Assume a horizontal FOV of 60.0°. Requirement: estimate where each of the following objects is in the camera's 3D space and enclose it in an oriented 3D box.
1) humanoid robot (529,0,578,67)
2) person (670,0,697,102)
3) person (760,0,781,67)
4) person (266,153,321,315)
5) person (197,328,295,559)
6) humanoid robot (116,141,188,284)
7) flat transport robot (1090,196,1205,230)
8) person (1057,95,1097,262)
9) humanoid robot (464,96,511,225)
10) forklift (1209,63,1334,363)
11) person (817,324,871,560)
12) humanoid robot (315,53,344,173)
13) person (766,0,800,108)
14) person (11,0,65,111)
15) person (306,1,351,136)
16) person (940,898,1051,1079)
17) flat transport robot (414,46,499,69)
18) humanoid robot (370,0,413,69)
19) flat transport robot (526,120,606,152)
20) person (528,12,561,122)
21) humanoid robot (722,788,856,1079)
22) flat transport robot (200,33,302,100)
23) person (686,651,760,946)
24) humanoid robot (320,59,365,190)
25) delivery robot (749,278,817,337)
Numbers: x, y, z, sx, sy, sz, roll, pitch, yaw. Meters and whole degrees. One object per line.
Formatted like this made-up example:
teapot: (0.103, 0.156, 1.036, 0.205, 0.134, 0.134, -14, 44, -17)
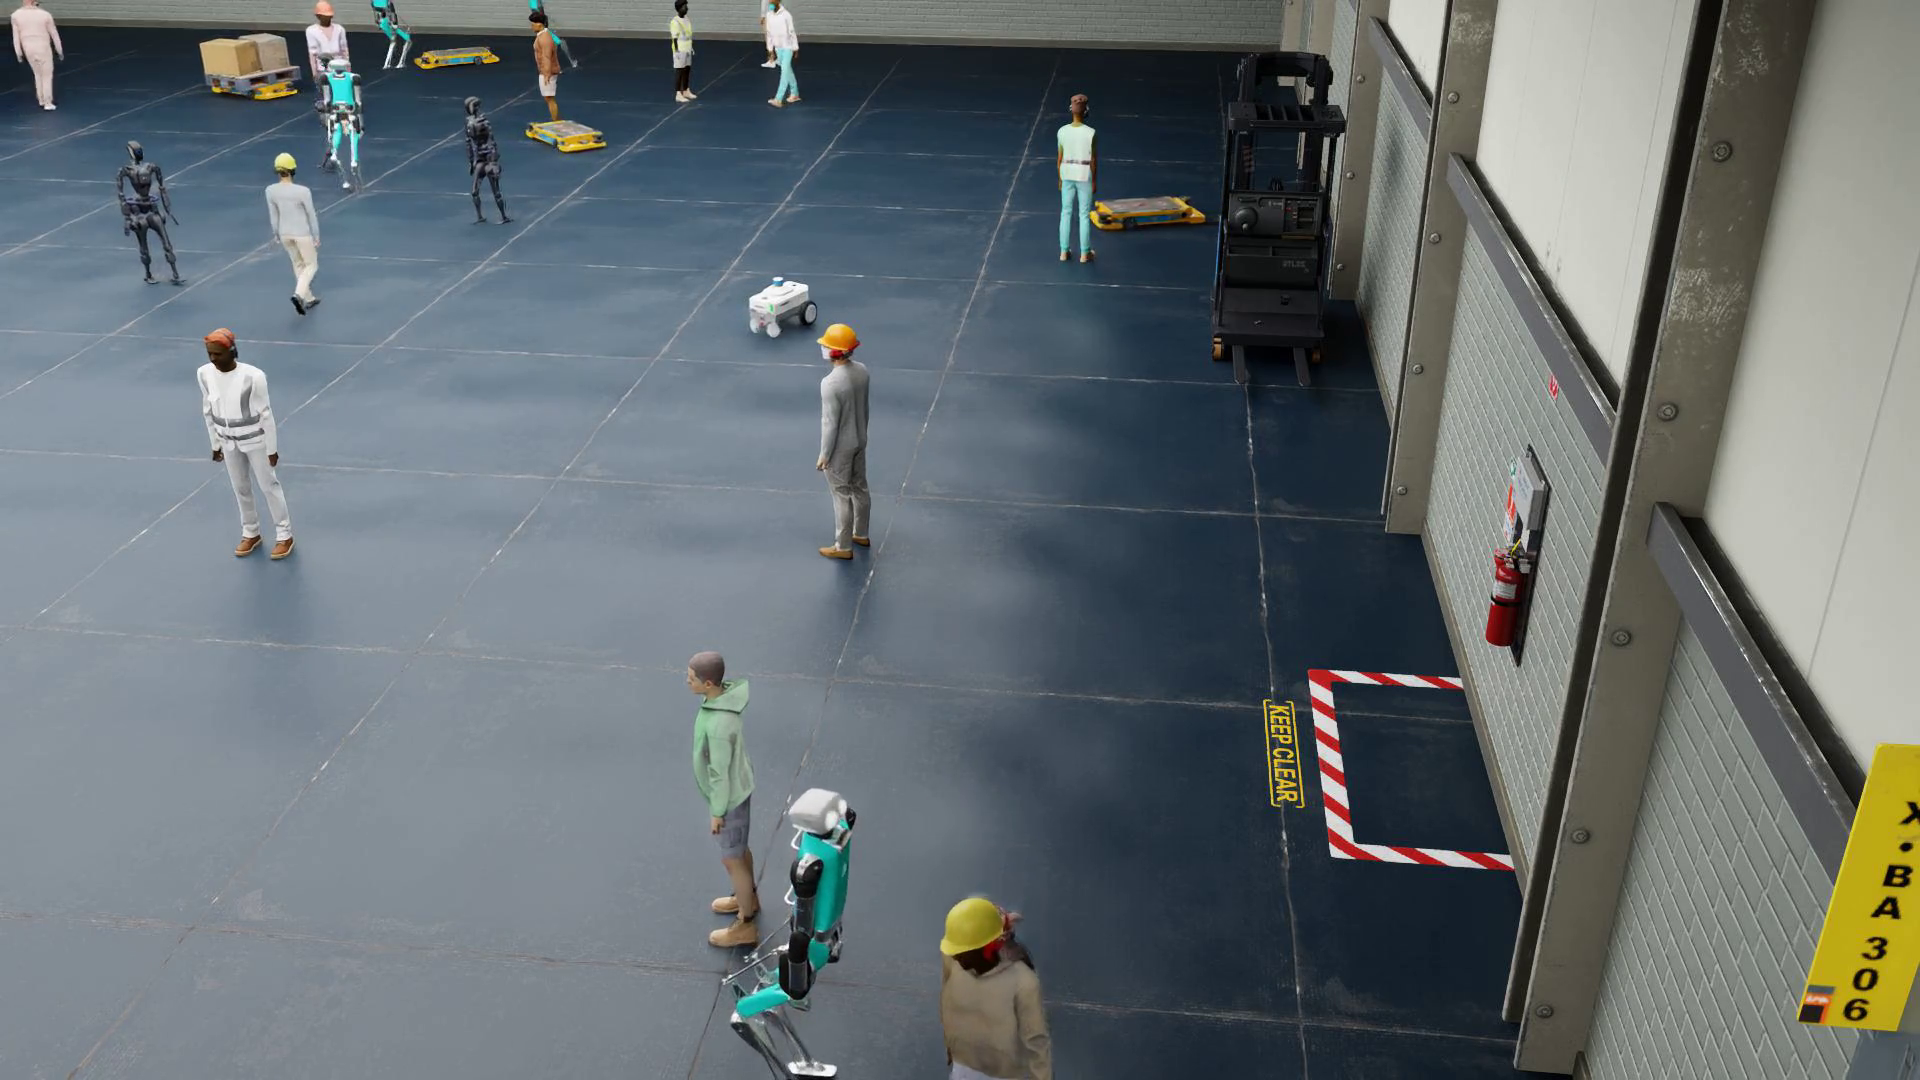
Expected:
humanoid robot: (-7.458, -9.512, 30.541, 0.906, 1.807, 0.555, -16, 31, -29)
person: (-4.671, -8.260, 28.043, 0.320, 1.691, 0.533, 10, 28, 20)
person: (-3.476, -9.696, 30.703, 0.402, 1.875, 0.497, 20, 33, 35)
person: (-7.252, -3.310, 18.090, 0.531, 1.750, 0.640, 4, 27, 8)
person: (-5.524, -0.745, 12.840, 0.570, 1.877, 0.350, 5, 27, 10)
humanoid robot: (-9.255, -3.711, 18.982, 0.671, 1.639, 0.600, 19, 32, 33)
flat transport robot: (2.404, -4.250, 21.623, 1.431, 0.231, 0.659, -6, 27, -13)
person: (1.390, -4.293, 19.805, 0.482, 1.978, 0.405, 9, 28, 18)
humanoid robot: (-6.078, -4.810, 21.184, 0.593, 1.640, 0.612, 19, 32, 33)
forklift: (3.241, -3.477, 17.183, 1.129, 2.768, 1.873, 3, 27, 6)
person: (-0.896, -0.763, 12.846, 0.351, 1.897, 0.581, 15, 30, 28)
humanoid robot: (-9.084, -6.107, 23.769, 0.488, 1.645, 0.609, -12, 29, -22)
person: (-2.984, -8.183, 27.727, 0.511, 1.845, 0.959, 17, 31, 30)
person: (-15.181, -8.054, 27.437, 0.661, 1.868, 0.661, -2, 27, -3)
person: (-9.769, -7.335, 25.820, 0.623, 2.024, 0.756, -17, 31, -31)
person: (0.133, 2.266, 6.993, 0.582, 1.707, 0.875, 10, 28, 18)
flat transport robot: (-9.442, -9.042, 31.190, 1.431, 0.231, 0.659, -14, 30, -26)
humanoid robot: (-10.432, -9.566, 30.570, 0.552, 1.766, 0.671, 14, 30, 26)
flat transport robot: (-6.057, -6.209, 25.534, 0.659, 0.231, 1.431, -19, 32, -33)
person: (-6.429, -7.282, 25.922, 0.419, 1.842, 0.796, -8, 28, -15)
humanoid robot: (-0.832, 1.885, 7.696, 0.703, 1.750, 0.537, 8, 28, 15)
flat transport robot: (-12.206, -7.813, 28.735, 1.431, 0.231, 0.659, 16, 31, 28)
person: (-1.239, 1.356, 8.800, 0.317, 1.736, 0.478, -4, 27, -7)
humanoid robot: (-8.400, -5.548, 22.675, 0.564, 1.870, 0.767, -3, 27, -6)
delivery robot: (-1.928, -2.520, 17.872, 0.521, 0.614, 0.785, 15, 30, 27)
